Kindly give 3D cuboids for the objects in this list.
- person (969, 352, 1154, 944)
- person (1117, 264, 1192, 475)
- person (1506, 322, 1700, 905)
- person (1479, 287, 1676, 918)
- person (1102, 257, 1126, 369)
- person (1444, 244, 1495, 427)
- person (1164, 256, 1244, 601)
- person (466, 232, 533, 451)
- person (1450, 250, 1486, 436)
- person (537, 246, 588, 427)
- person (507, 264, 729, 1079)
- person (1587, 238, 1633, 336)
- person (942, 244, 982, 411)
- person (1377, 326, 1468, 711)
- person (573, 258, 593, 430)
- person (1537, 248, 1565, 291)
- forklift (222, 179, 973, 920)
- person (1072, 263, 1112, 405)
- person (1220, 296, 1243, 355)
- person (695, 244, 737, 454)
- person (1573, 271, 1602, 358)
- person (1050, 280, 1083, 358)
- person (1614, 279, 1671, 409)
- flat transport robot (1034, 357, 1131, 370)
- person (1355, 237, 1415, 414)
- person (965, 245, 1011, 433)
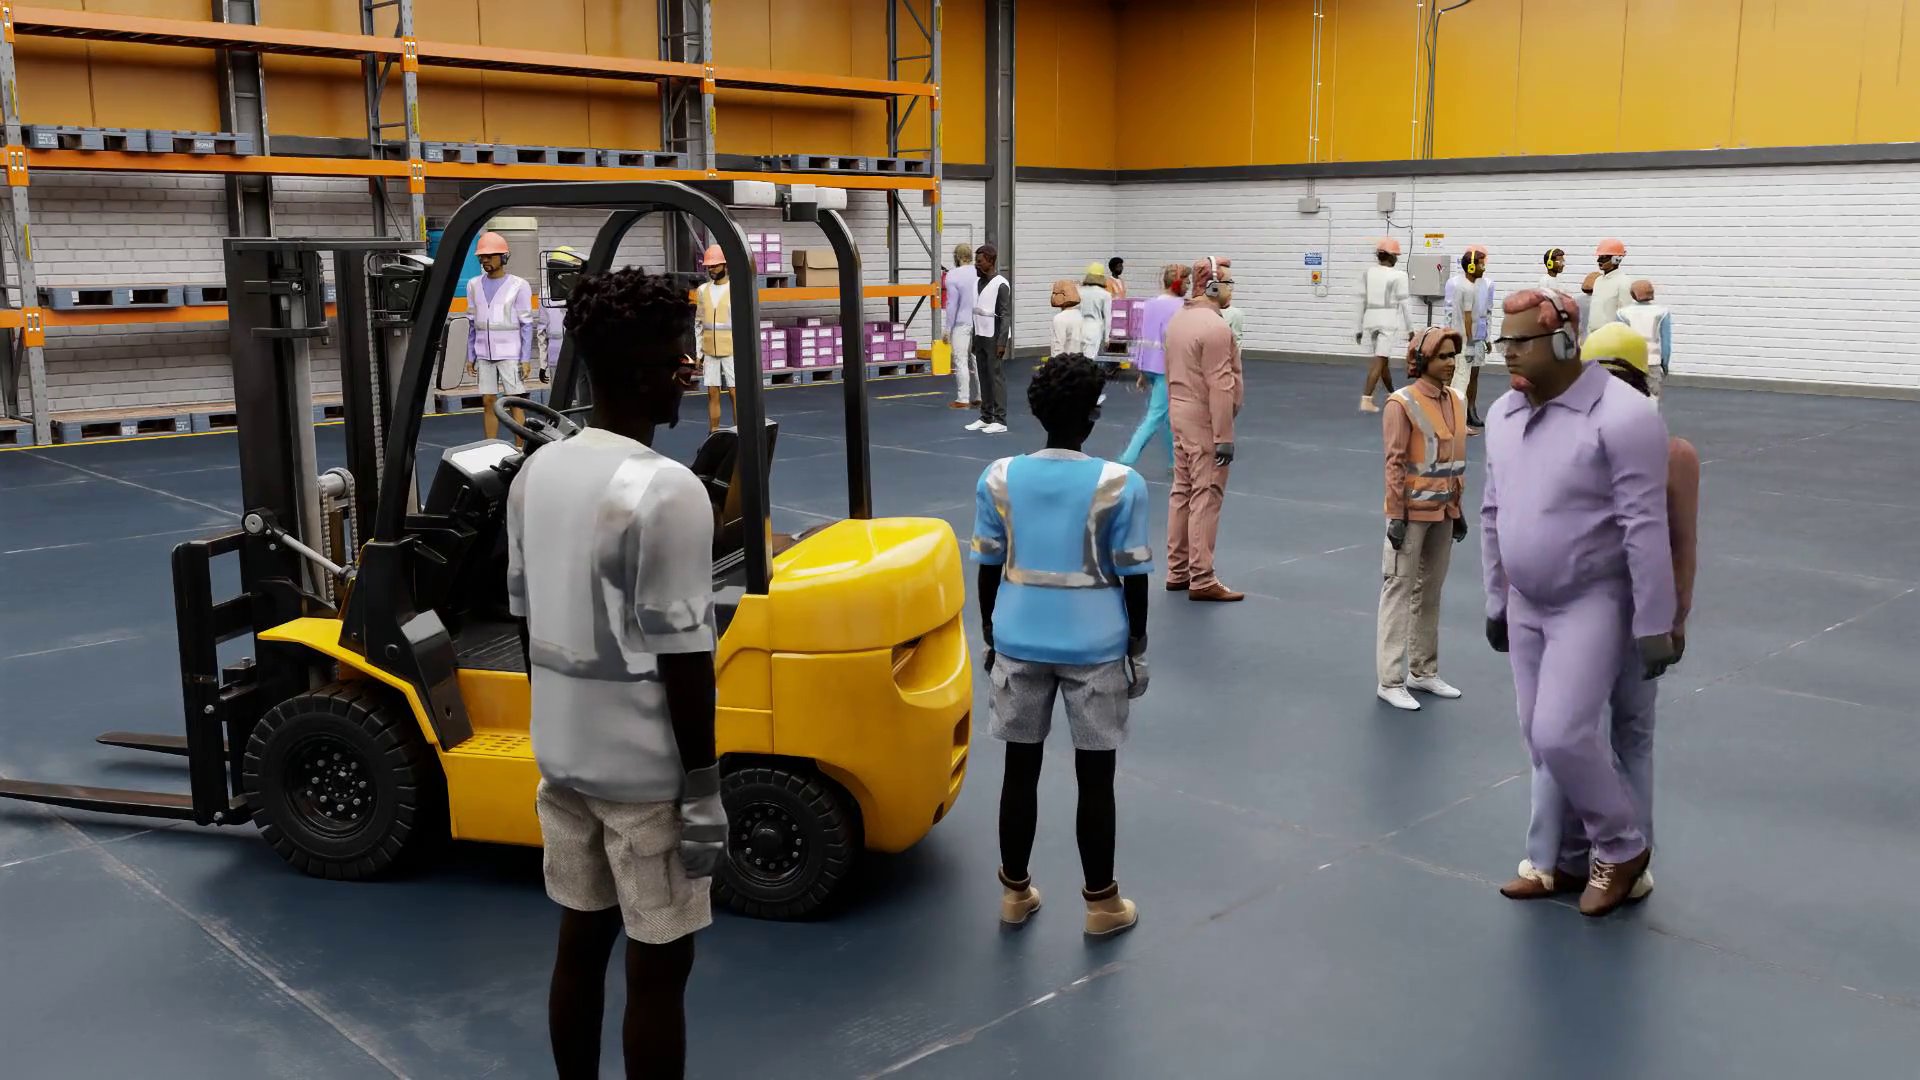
[{"bbox_3d":[0.296,0.311,4.784,0.540,1.696,0.317,4,11,22],"label":"person"},{"bbox_3d":[1.659,-1.380,13.765,0.946,1.800,0.577,-5,12,-27],"label":"person"},{"bbox_3d":[1.941,0.225,5.071,0.533,1.765,0.329,3,11,16],"label":"person"},{"bbox_3d":[1.784,0.198,4.921,0.472,1.876,0.664,-4,11,-21],"label":"person"},{"bbox_3d":[2.314,-3.396,24.996,0.317,1.696,0.540,6,12,31],"label":"person"},{"bbox_3d":[5.388,-2.155,17.595,0.551,1.933,0.373,-2,11,-9],"label":"person"},{"bbox_3d":[1.379,-0.618,9.281,0.404,1.906,0.651,-3,11,-16],"label":"person"},{"bbox_3d":[-3.927,-1.577,14.137,0.605,2.045,0.376,2,11,13],"label":"person"},{"bbox_3d":[5.144,-1.998,16.910,0.309,1.868,0.535,1,10,5],"label":"person"},{"bbox_3d":[-3.319,-1.526,14.174,0.585,1.927,0.366,1,10,6],"label":"person"},{"bbox_3d":[-0.673,0.434,3.381,0.370,1.965,0.608,-10,14,-43],"label":"person"},{"bbox_3d":[6.390,-1.980,16.464,0.382,1.995,0.612,-2,11,-11],"label":"person"},{"bbox_3d":[0.078,-2.471,19.353,0.681,1.919,0.416,-10,14,-42],"label":"person"},{"bbox_3d":[2.000,-0.099,7.179,0.516,1.641,0.308,-9,13,-39],"label":"person"},{"bbox_3d":[-3.140,-1.469,14.086,0.347,1.847,0.505,-10,14,-43],"label":"person"},{"bbox_3d":[6.769,-2.399,19.095,0.327,1.872,0.516,6,12,30],"label":"person"},{"bbox_3d":[-1.114,-0.058,5.440,2.313,2.155,1.214,2,11,13],"label":"forklift"},{"bbox_3d":[1.544,-2.382,19.477,0.482,1.681,0.862,8,13,37],"label":"person"},{"bbox_3d":[2.398,-1.641,15.605,0.497,1.633,0.284,7,12,33],"label":"person"},{"bbox_3d":[-2.196,-1.734,15.285,0.552,1.935,0.373,4,11,20],"label":"person"},{"bbox_3d":[6.802,-2.078,17.983,0.277,1.632,0.502,-10,14,-43],"label":"person"},{"bbox_3d":[0.924,-1.477,14.712,0.282,1.633,0.500,5,11,24],"label":"person"},{"bbox_3d":[6.472,-1.673,15.825,0.517,1.609,0.395,4,11,23],"label":"person"},{"bbox_3d":[1.828,-2.633,24.731,1.431,0.197,0.652,-10,14,-43],"label":"flat transport robot"},{"bbox_3d":[4.907,-2.454,19.068,1.069,1.983,0.621,-8,13,-37],"label":"person"},{"bbox_3d":[0.314,-2.067,17.155,0.372,1.914,0.596,-6,12,-30],"label":"person"}]
